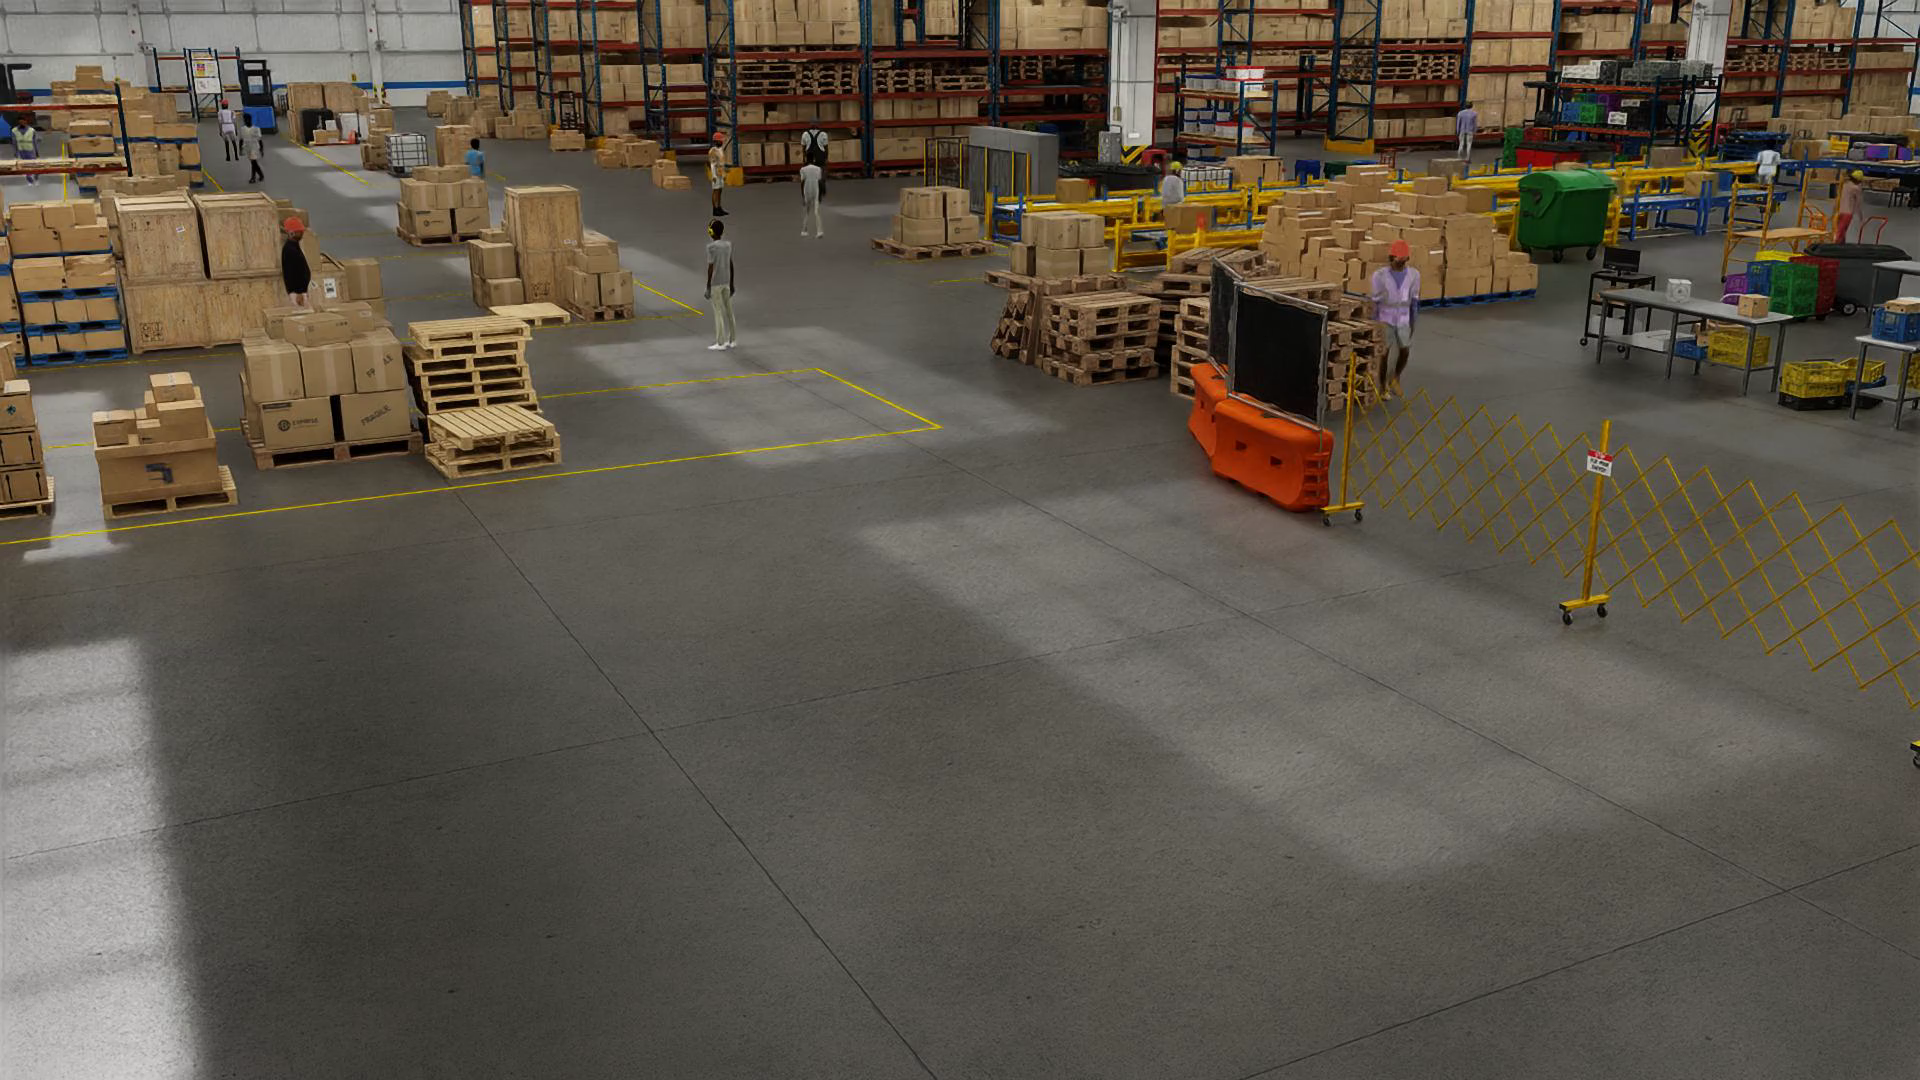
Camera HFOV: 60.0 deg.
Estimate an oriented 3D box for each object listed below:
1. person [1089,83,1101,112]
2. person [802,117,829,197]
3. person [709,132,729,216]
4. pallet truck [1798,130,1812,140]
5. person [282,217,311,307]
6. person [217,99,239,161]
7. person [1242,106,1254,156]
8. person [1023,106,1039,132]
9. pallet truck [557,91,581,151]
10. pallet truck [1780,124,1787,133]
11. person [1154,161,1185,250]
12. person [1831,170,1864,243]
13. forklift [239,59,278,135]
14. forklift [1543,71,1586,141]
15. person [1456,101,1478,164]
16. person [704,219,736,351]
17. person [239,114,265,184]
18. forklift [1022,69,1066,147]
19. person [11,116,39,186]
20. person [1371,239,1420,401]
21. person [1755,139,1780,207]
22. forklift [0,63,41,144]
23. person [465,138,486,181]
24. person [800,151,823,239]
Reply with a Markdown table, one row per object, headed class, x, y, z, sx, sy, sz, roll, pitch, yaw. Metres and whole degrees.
| class | x | y | z | sx | sy | sz | roll | pitch | yaw |
| --- | --- | --- | --- | --- | --- | --- | --- | --- | --- |
| person | 5.625 | -18.199 | 69.145 | 0.642 | 1.905 | 0.399 | 9 | 20 | 26 |
| person | -3.741 | -9.932 | 43.151 | 0.688 | 2.000 | 0.536 | 1 | 18 | 2 |
| person | -5.691 | -8.632 | 39.264 | 0.370 | 1.939 | 0.543 | 6 | 19 | 19 |
| pallet truck | 25.526 | -11.556 | 49.408 | 1.630 | 1.274 | 0.653 | -9 | 20 | -26 |
| person | -9.194 | -3.497 | 23.167 | 0.398 | 1.990 | 0.620 | -6 | 19 | -17 |
| person | -23.482 | -13.152 | 53.356 | 0.551 | 1.936 | 0.357 | -11 | 21 | -32 |
| person | 9.441 | -13.434 | 54.719 | 0.541 | 1.621 | 0.351 | -9 | 20 | -27 |
| person | 2.259 | -13.095 | 53.562 | 0.535 | 1.700 | 0.318 | 6 | 19 | 18 |
| pallet truck | -13.495 | -14.412 | 57.188 | 0.823 | 1.965 | 1.885 | -3 | 18 | -9 |
| pallet truck | 25.206 | -12.542 | 52.601 | 1.601 | 1.201 | 0.680 | 0 | 18 | -2 |
| person | 4.273 | -6.761 | 33.670 | 0.892 | 1.800 | 0.606 | -11 | 21 | -30 |
| person | 17.439 | -6.421 | 32.767 | 0.854 | 1.699 | 0.531 | -5 | 19 | -16 |
| forklift | -27.049 | -17.050 | 63.990 | 1.129 | 2.768 | 1.873 | -6 | 19 | -18 |
| forklift | 18.685 | -13.231 | 52.085 | 1.873 | 2.768 | 1.129 | -9 | 20 | -26 |
| person | 15.946 | -12.830 | 52.350 | 0.635 | 1.939 | 0.362 | 7 | 19 | 20 |
| person | -3.447 | -3.653 | 23.855 | 0.311 | 1.869 | 0.530 | 14 | 23 | 38 |
| person | -19.835 | -10.986 | 46.644 | 0.611 | 1.926 | 0.989 | 3 | 18 | 9 |
| forklift | 3.049 | -13.934 | 54.275 | 1.873 | 2.768 | 1.129 | -9 | 20 | -26 |
| person | -25.660 | -10.668 | 45.676 | 0.593 | 1.895 | 0.594 | -7 | 19 | -21 |
| person | 5.406 | -2.727 | 20.711 | 0.609 | 2.029 | 0.432 | 0 | 18 | -1 |
| person | 19.880 | -9.040 | 40.990 | 0.532 | 1.659 | 0.877 | 17 | 24 | 42 |
| forklift | -34.035 | -15.536 | 59.268 | 1.873 | 2.768 | 1.129 | -9 | 20 | -26 |
| person | -11.957 | -9.047 | 40.977 | 0.540 | 1.681 | 0.475 | 8 | 19 | 23 |
| person | -3.159 | -7.372 | 35.529 | 0.527 | 1.827 | 0.997 | -8 | 19 | -23 |
